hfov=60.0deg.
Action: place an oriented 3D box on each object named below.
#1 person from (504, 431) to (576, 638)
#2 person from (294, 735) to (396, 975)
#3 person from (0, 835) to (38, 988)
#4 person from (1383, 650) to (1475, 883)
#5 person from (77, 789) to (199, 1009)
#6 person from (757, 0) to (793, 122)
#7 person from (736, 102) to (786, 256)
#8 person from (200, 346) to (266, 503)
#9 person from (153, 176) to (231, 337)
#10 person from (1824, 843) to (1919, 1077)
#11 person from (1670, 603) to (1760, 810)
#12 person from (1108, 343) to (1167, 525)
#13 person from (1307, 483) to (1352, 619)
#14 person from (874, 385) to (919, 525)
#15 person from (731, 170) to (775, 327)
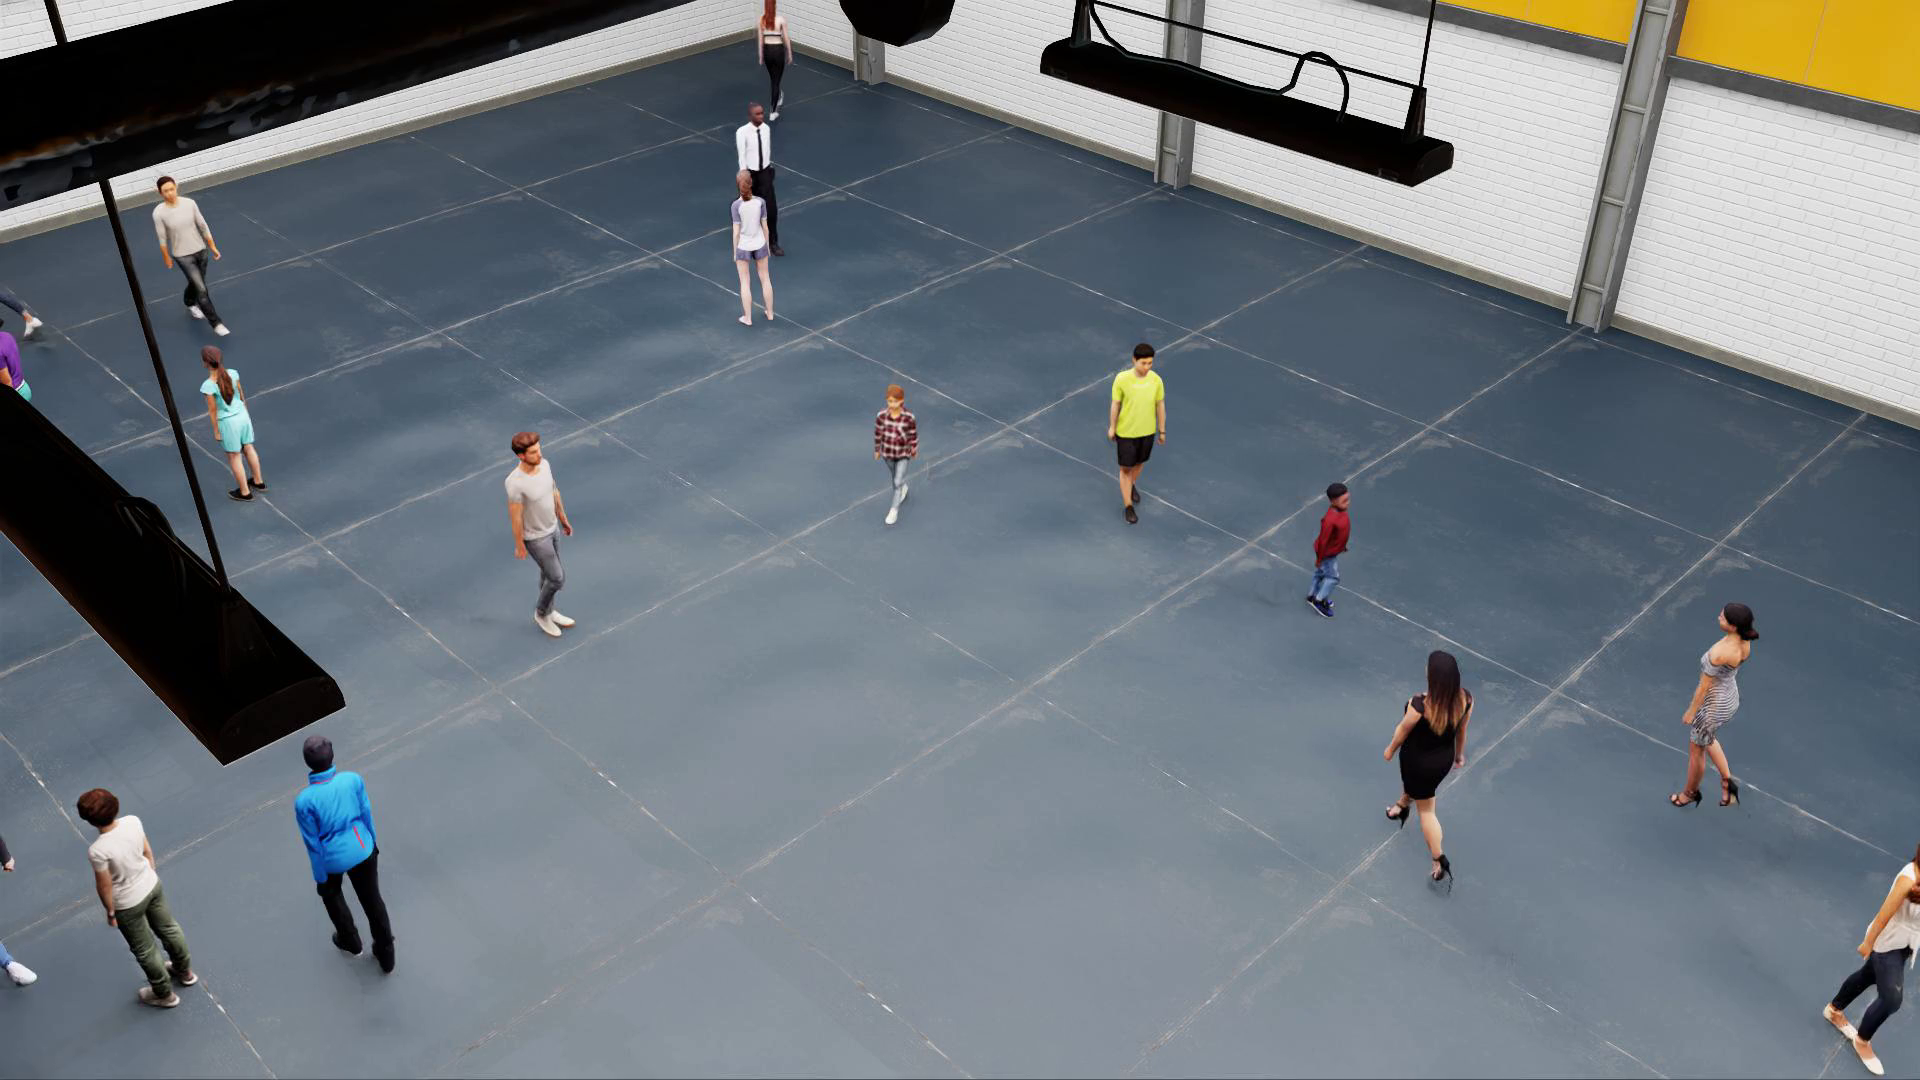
[{"bbox_3d":[-3.472,-0.074,13.476,0.784,1.884,0.773,9,35,13],"label":"person"},{"bbox_3d":[-3.809,2.041,10.404,0.643,1.762,0.751,-27,42,-34],"label":"person"},{"bbox_3d":[-6.367,2.090,10.500,1.171,1.573,0.749,25,41,33],"label":"person"},{"bbox_3d":[3.202,1.557,11.213,0.939,1.672,1.184,-12,36,-18],"label":"person"},{"bbox_3d":[-5.089,2.198,10.266,0.655,1.653,0.635,9,35,13],"label":"person"},{"bbox_3d":[-2.687,-6.880,23.872,1.092,1.710,1.064,5,34,8],"label":"person"},{"bbox_3d":[-2.514,-4.384,20.040,0.806,1.795,1.323,-20,39,-28],"label":"person"},{"bbox_3d":[-6.678,-1.087,15.292,0.606,1.560,0.598,16,37,22],"label":"person"},{"bbox_3d":[-8.484,-3.155,18.208,1.200,1.775,0.731,23,40,31],"label":"person"},{"bbox_3d":[5.526,2.325,9.972,0.728,1.766,0.811,-17,37,-24],"label":"person"},{"bbox_3d":[5.334,1.228,11.581,0.595,1.812,0.705,-26,42,-34],"label":"person"},{"bbox_3d":[1.585,-1.051,15.129,0.941,1.680,1.060,-6,34,-9],"label":"person"},{"bbox_3d":[3.016,0.050,13.866,0.584,1.244,0.573,14,36,20],"label":"person"},{"bbox_3d":[-0.568,-0.847,15.189,0.930,1.273,0.873,9,35,13],"label":"person"},{"bbox_3d":[-2.306,-3.223,18.320,0.651,1.765,0.648,-14,36,-20],"label":"person"}]
